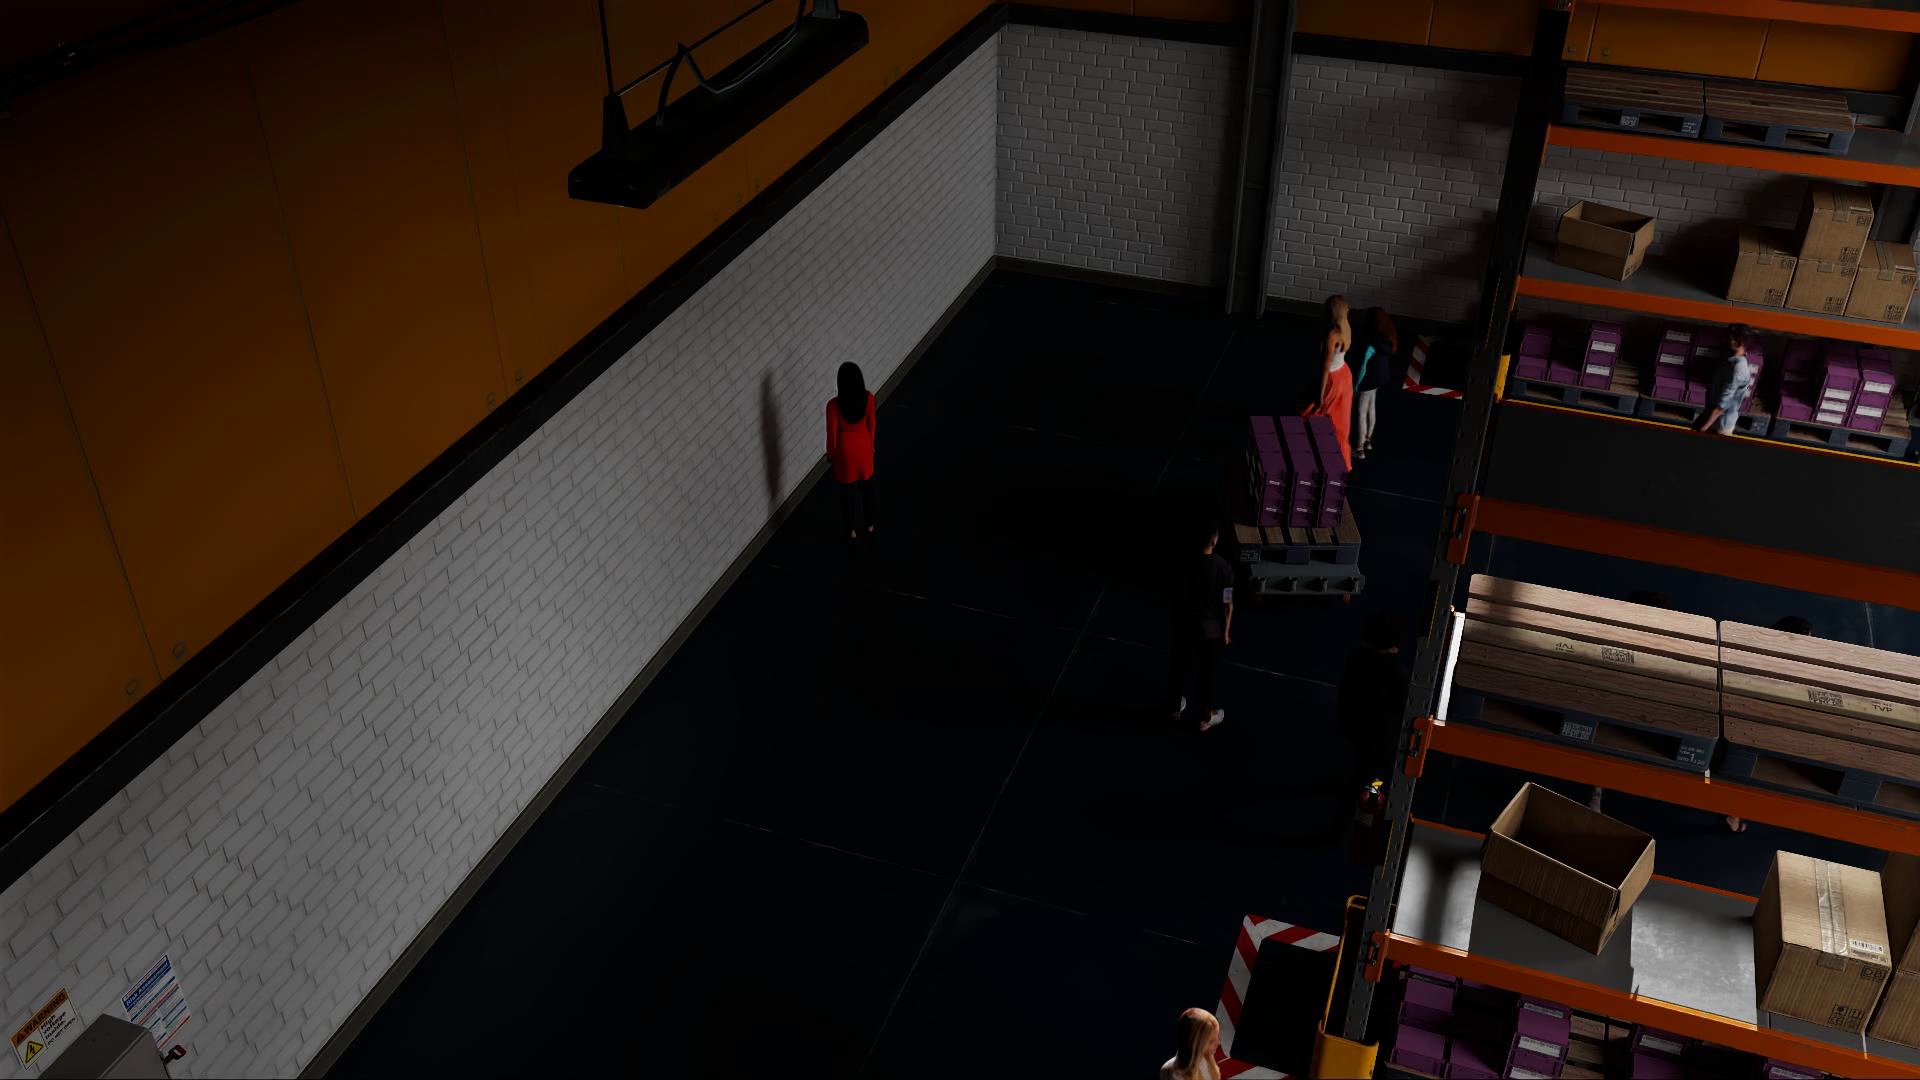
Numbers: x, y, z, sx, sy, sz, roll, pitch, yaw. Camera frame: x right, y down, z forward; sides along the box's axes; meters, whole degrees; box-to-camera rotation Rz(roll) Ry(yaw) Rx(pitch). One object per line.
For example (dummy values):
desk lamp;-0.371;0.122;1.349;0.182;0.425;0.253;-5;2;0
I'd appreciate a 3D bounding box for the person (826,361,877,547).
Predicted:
person;-0.907;-0.734;14.106;0.733;1.748;0.787;-17;37;-23

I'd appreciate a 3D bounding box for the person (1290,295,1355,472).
person;3.437;-1.347;14.999;1.019;1.779;0.868;25;41;32

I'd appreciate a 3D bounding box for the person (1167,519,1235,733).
person;1.720;0.616;12.059;0.565;1.764;0.738;20;38;27

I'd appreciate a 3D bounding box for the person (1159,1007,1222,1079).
person;1.017;3.017;8.431;1.248;1.782;0.825;21;39;29

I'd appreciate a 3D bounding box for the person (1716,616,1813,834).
person;5.354;1.220;11.194;0.753;1.716;0.756;-3;34;-4

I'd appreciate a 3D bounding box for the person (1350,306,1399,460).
person;3.806;-1.478;15.450;0.652;1.498;0.635;20;39;28

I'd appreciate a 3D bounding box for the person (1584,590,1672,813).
person;4.522;1.054;11.377;0.738;1.791;0.789;7;34;10

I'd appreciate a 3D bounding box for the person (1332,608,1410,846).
person;2.695;1.300;11.074;1.138;1.717;0.978;28;43;35
